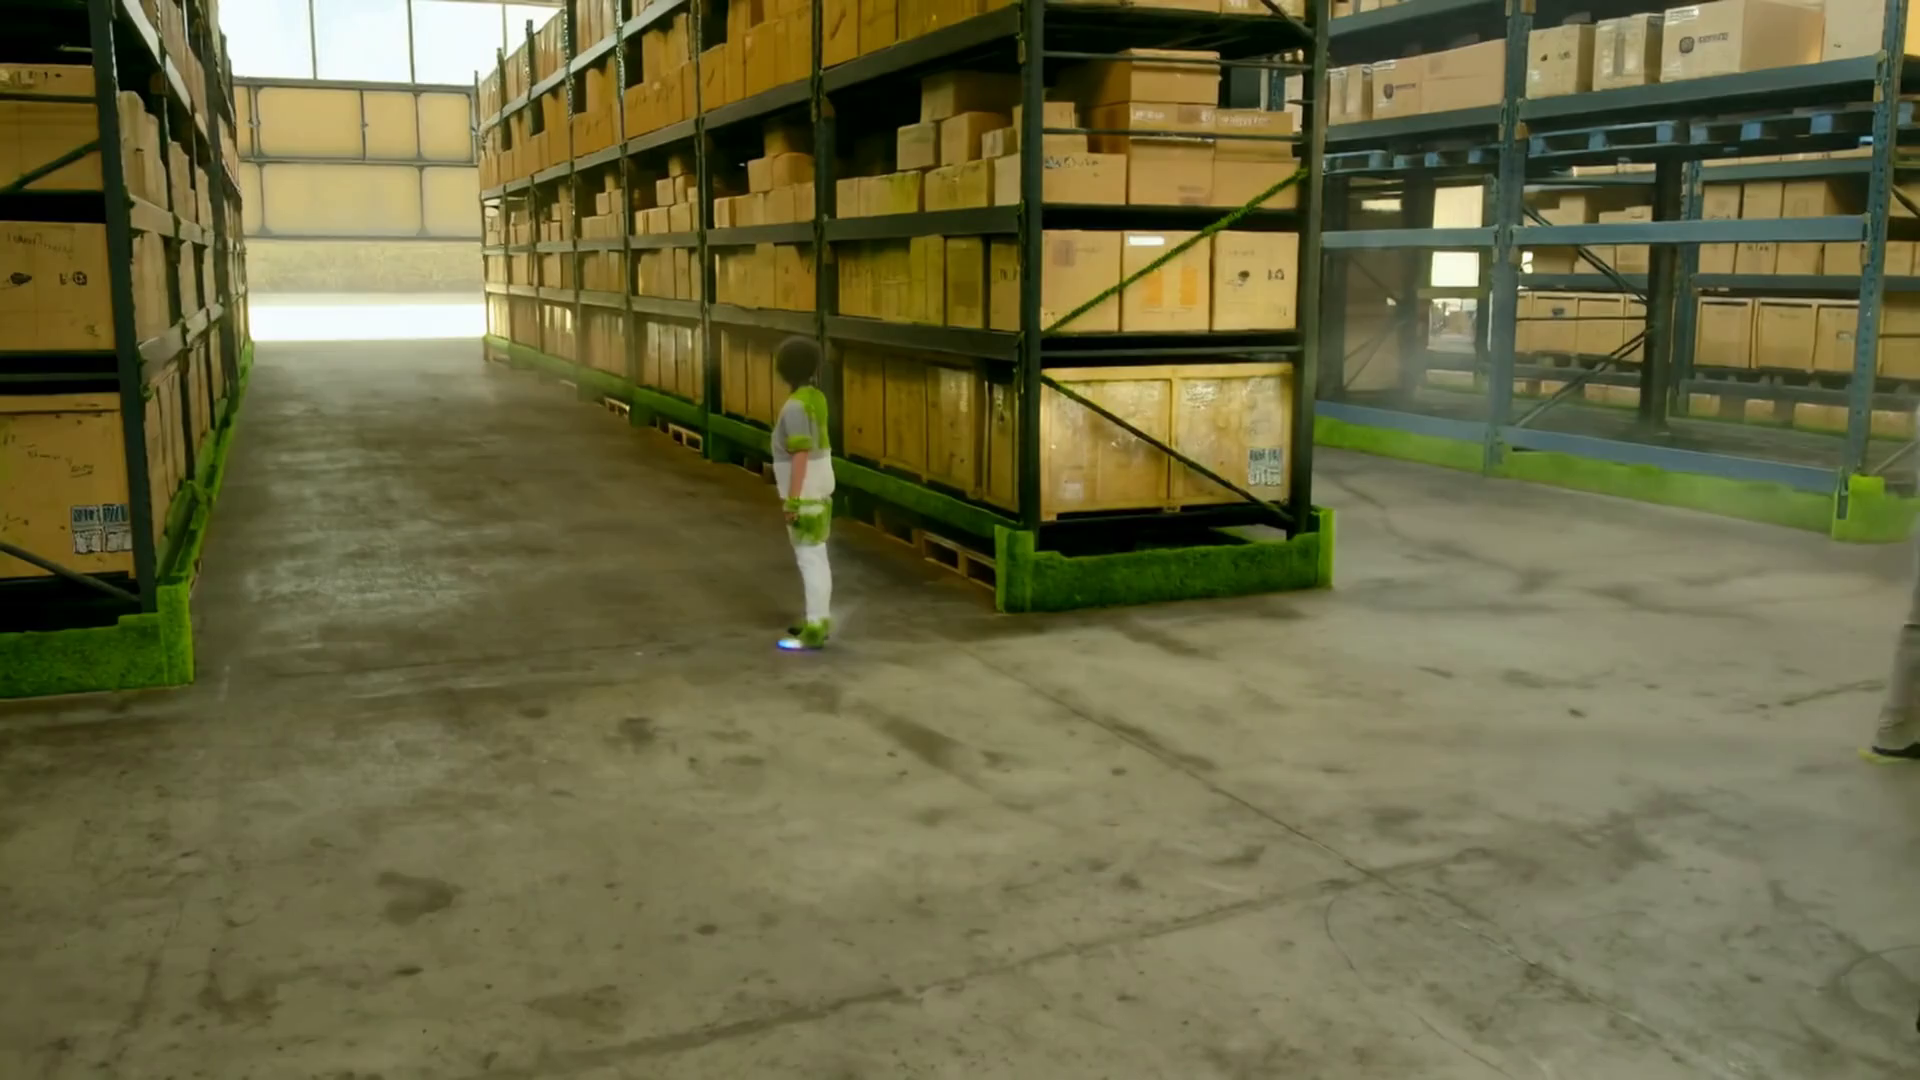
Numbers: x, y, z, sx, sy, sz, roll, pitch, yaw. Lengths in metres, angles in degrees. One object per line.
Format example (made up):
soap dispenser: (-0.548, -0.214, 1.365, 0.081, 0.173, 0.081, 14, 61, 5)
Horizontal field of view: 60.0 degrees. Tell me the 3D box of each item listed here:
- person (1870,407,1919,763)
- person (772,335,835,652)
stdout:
person: (4.240, 0.017, 6.800, 0.960, 1.867, 0.663, -2, 10, -13)
person: (-0.837, -0.248, 8.901, 0.321, 1.692, 0.529, 1, 10, 7)
